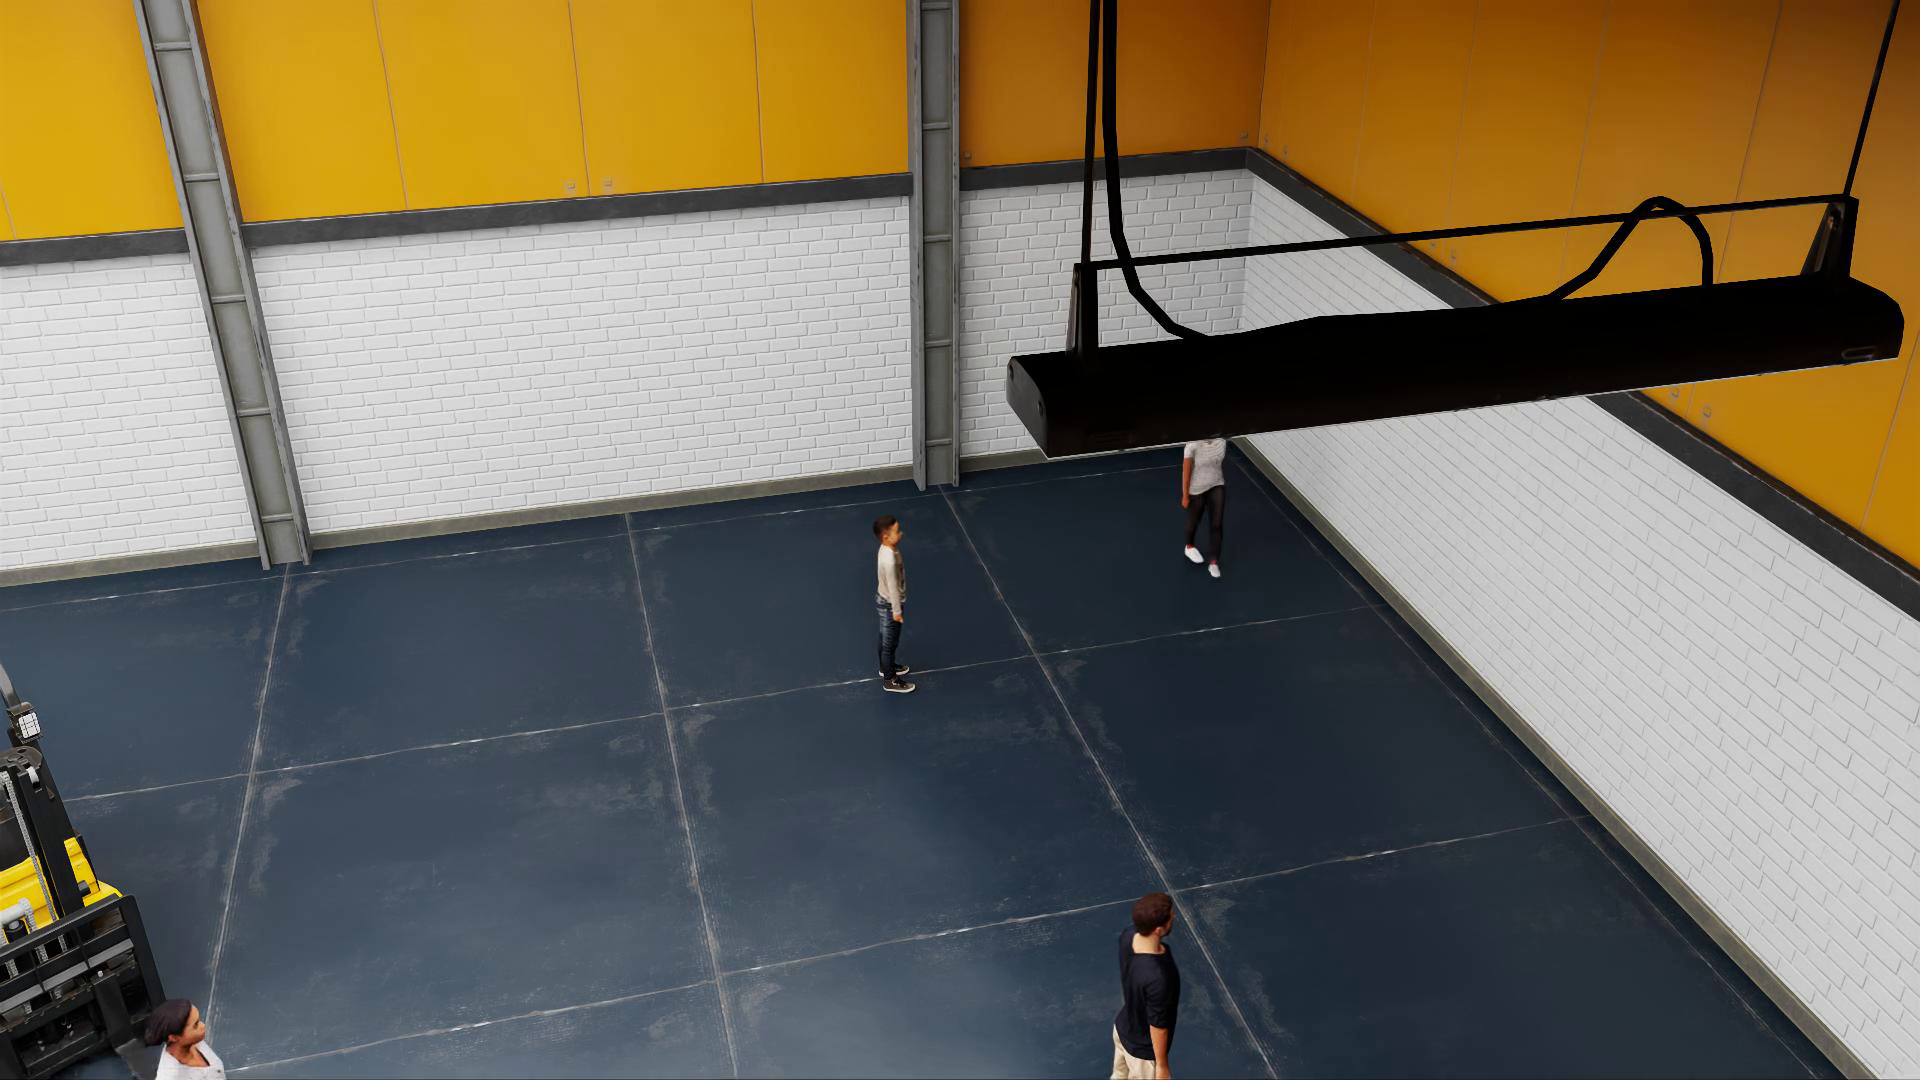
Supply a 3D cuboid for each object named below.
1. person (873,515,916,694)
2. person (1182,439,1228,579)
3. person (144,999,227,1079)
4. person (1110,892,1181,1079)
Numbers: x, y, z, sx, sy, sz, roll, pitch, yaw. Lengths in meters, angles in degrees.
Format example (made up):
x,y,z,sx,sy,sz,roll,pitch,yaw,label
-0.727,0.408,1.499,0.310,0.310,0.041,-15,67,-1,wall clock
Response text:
x,y,z,sx,sy,sz,roll,pitch,yaw,label
-0.541,0.472,12.839,0.541,1.465,0.579,-4,29,-6,person
2.105,-0.487,14.449,0.795,1.608,0.682,-14,32,-25,person
-3.717,2.934,8.053,0.789,1.726,0.677,-6,29,-10,person
0.934,2.571,8.588,0.531,1.852,0.625,-7,29,-13,person
